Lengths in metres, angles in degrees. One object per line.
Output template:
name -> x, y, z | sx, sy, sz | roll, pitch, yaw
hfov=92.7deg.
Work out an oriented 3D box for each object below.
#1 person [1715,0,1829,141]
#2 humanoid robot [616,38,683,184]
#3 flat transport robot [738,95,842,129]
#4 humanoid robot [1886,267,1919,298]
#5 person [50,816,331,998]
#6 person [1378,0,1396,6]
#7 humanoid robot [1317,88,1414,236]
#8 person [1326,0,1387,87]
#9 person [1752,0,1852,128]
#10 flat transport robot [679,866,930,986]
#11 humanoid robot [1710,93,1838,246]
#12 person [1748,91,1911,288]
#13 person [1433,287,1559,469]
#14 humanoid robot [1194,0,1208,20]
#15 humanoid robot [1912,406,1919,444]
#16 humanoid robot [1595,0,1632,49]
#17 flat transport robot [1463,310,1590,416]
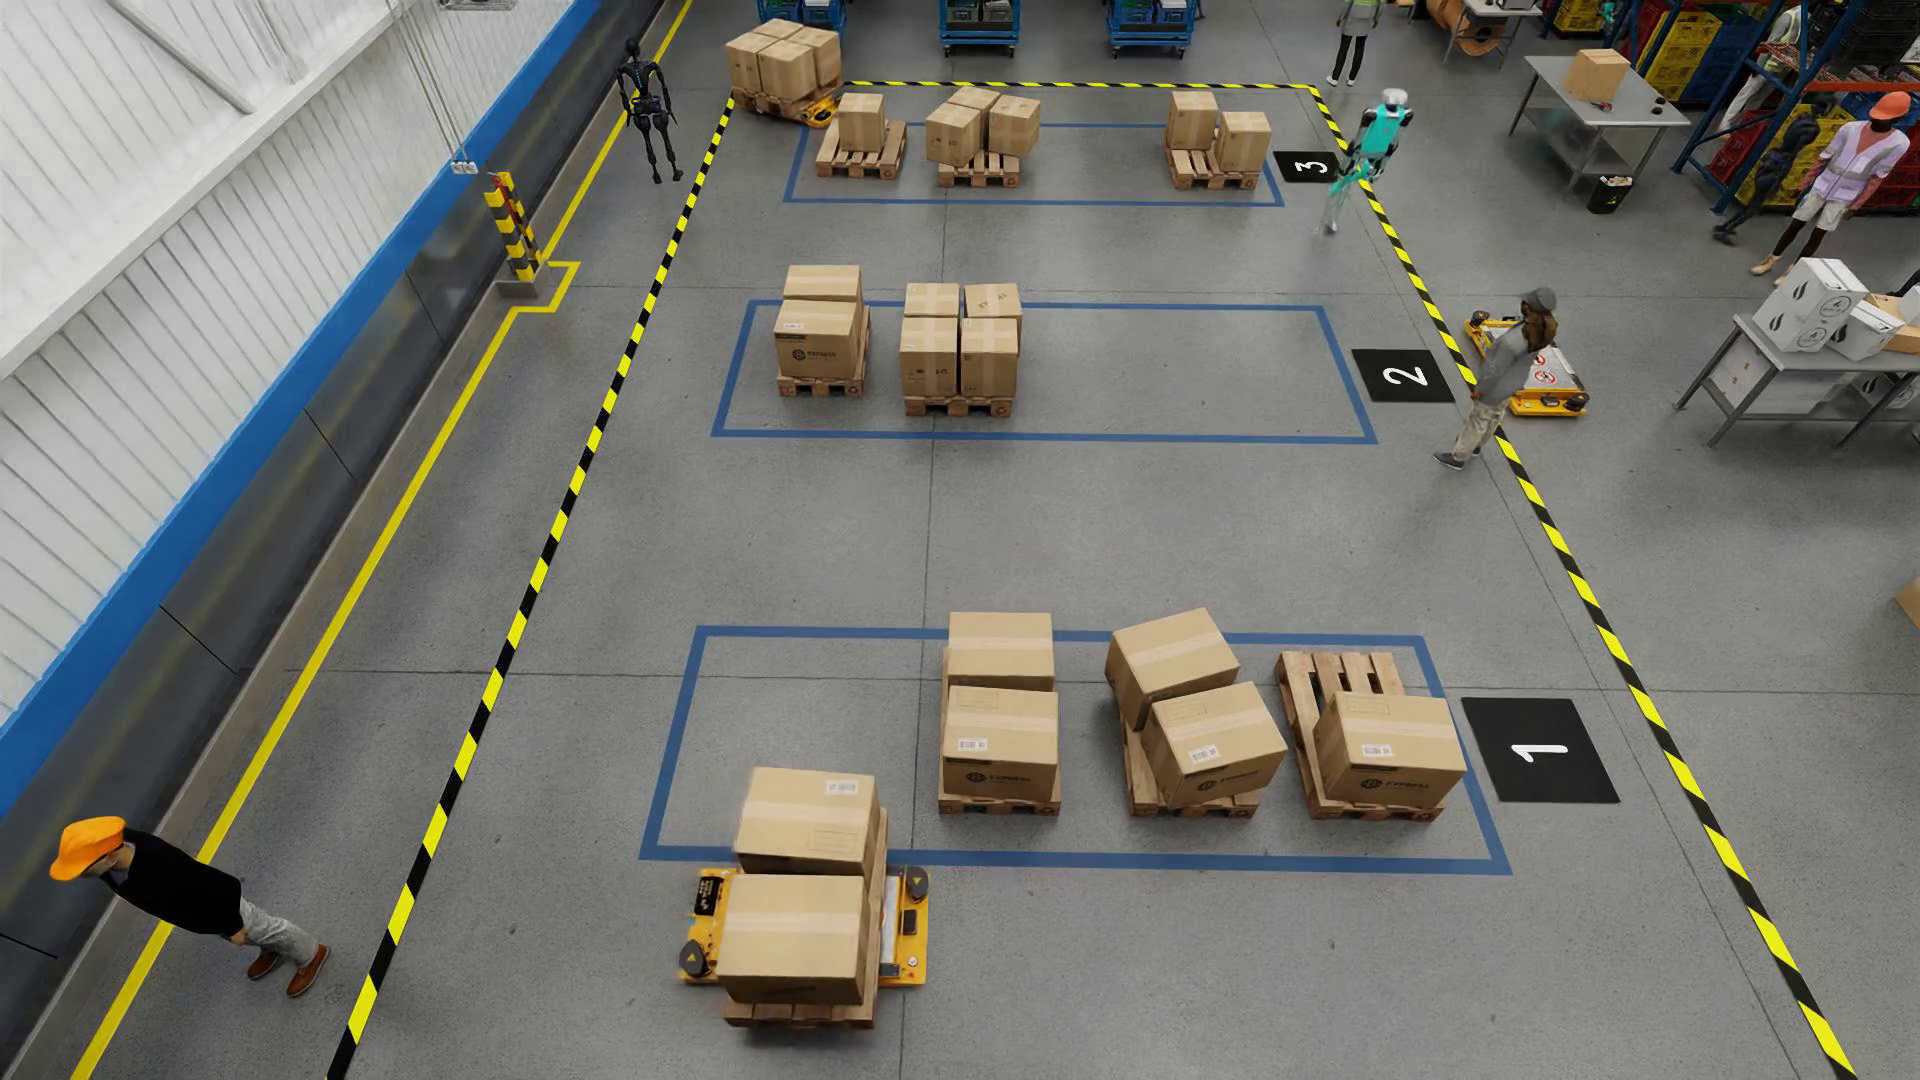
person -> 10.500, -6.101, 11.774 | 0.621, 1.844, 0.430 | -8, 50, -7
humanoid robot -> -3.763, -5.168, 11.066 | 0.599, 1.655, 0.315 | -8, 50, -7
flat transport robot -> -2.351, -6.142, 12.832 | 1.431, 0.197, 0.652 | 24, 53, 19
humanoid robot -> 10.146, -3.091, 9.267 | 0.599, 1.657, 0.315 | -31, 56, -24
person -> -3.973, 1.923, 4.802 | 0.587, 1.884, 0.361 | 16, 51, 14
person -> 7.631, -9.680, 14.824 | 1.008, 1.906, 0.682 | 3, 49, 3
humanoid robot -> 4.422, -4.192, 10.224 | 0.560, 1.828, 0.785 | -4, 49, -3
person -> 5.609, -7.370, 12.865 | 0.594, 1.851, 0.398 | 3, 49, 2
person -> 10.886, -6.061, 11.744 | 0.403, 1.831, 0.592 | 22, 53, 18
flat transport robot -> -0.909, 2.304, 5.520 | 1.431, 0.197, 0.652 | 1, 49, 1
humanoid robot -> 8.998, -4.104, 10.157 | 0.384, 1.648, 0.601 | 23, 53, 19
person -> 9.023, -3.599, 9.491 | 0.404, 2.028, 0.609 | -25, 53, -20
person -> 4.528, -1.326, 7.689 | 0.564, 1.766, 0.397 | -28, 55, -22
humanoid robot -> 3.682, -9.070, 14.475 | 0.761, 1.630, 0.601 | 5, 49, 5
humanoid robot -> 8.725, -1.484, 7.844 | 0.541, 1.731, 1.004 | 6, 49, 5
humanoid robot -> 9.483, -7.629, 13.171 | 0.901, 1.767, 0.541 | -1, 49, -1
flat transport robot -> 5.573, -1.757, 9.054 | 0.659, 0.231, 1.431 | 1, 49, 1
